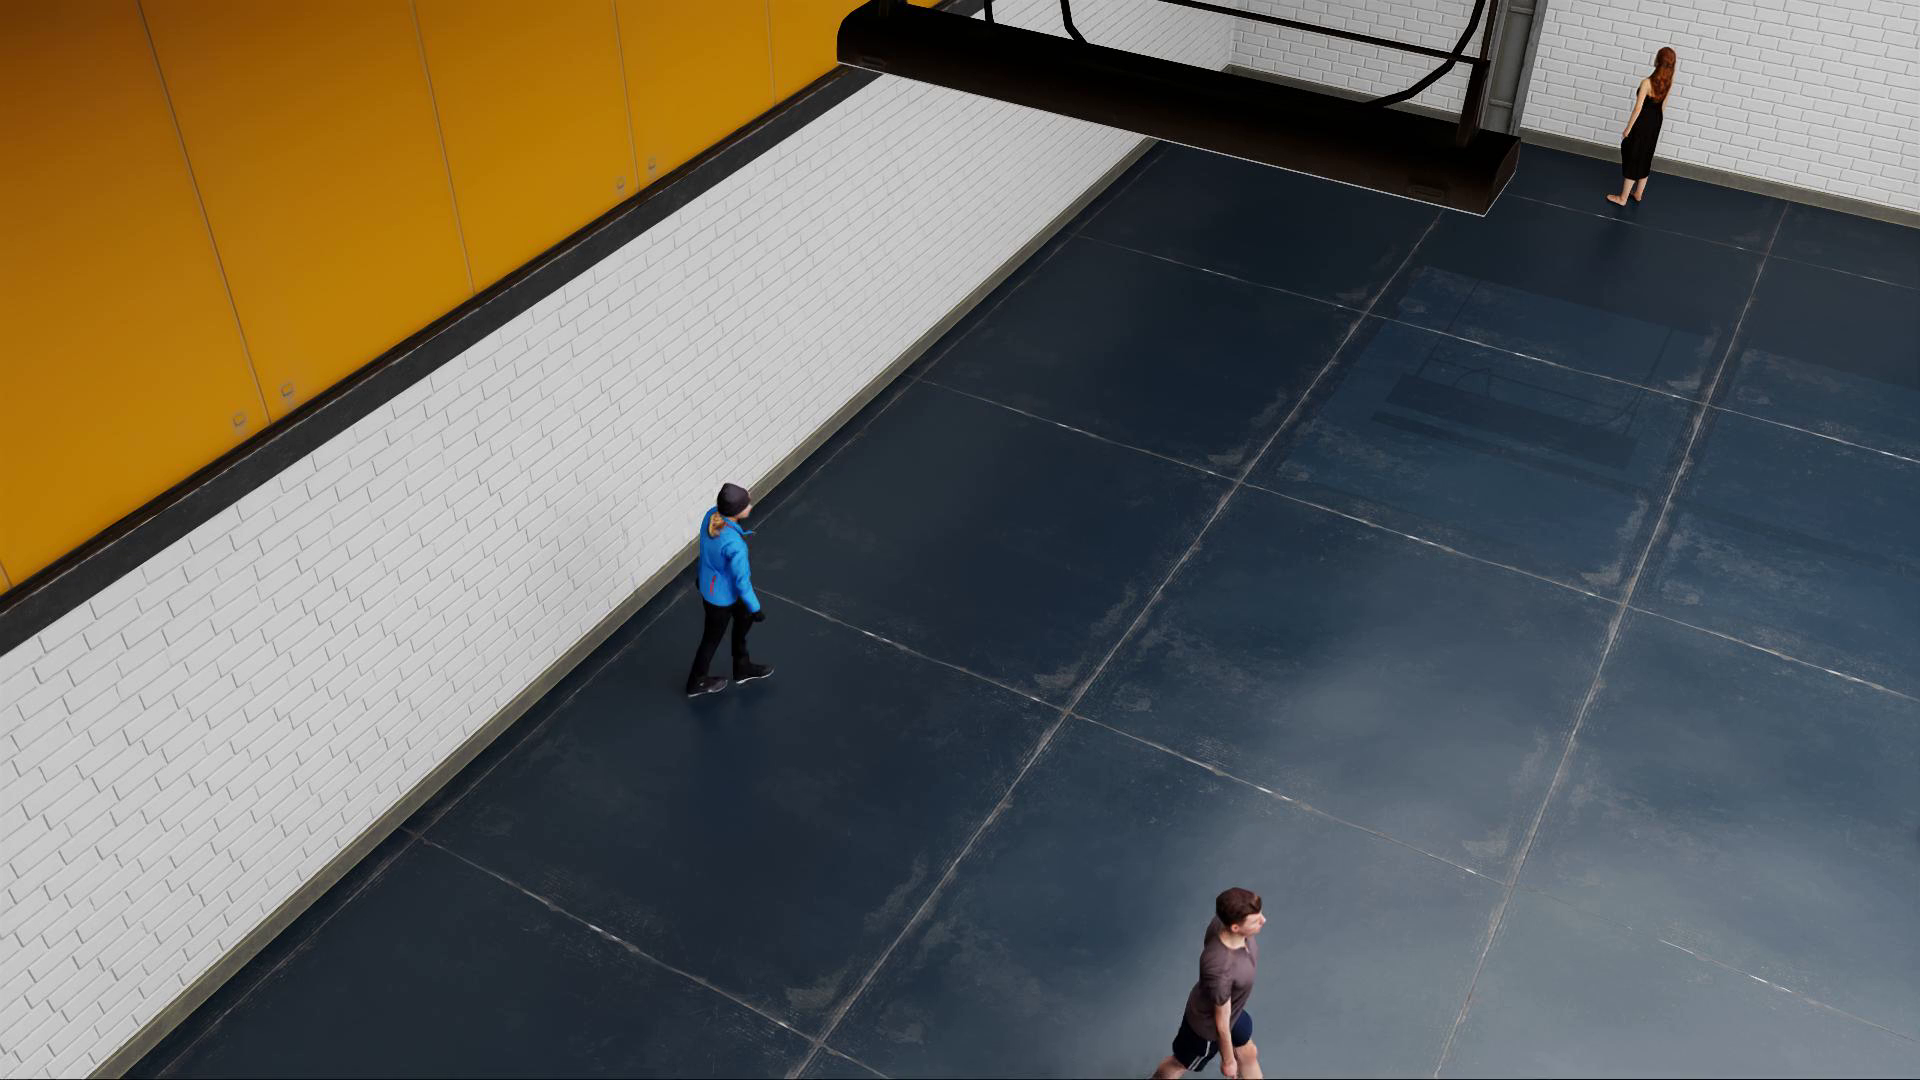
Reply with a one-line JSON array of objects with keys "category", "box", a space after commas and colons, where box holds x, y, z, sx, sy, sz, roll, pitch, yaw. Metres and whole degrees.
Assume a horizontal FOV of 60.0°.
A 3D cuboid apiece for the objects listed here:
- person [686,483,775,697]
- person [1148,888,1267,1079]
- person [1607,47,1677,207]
[{"category": "person", "box": [-1.622, 0.366, 10.786, 0.965, 1.751, 0.922, -19, 42, -22]}, {"category": "person", "box": [1.182, 2.341, 8.264, 1.186, 1.812, 0.800, 13, 41, 16]}, {"category": "person", "box": [6.795, -4.099, 16.478, 0.674, 1.625, 0.718, -16, 41, -19]}]
